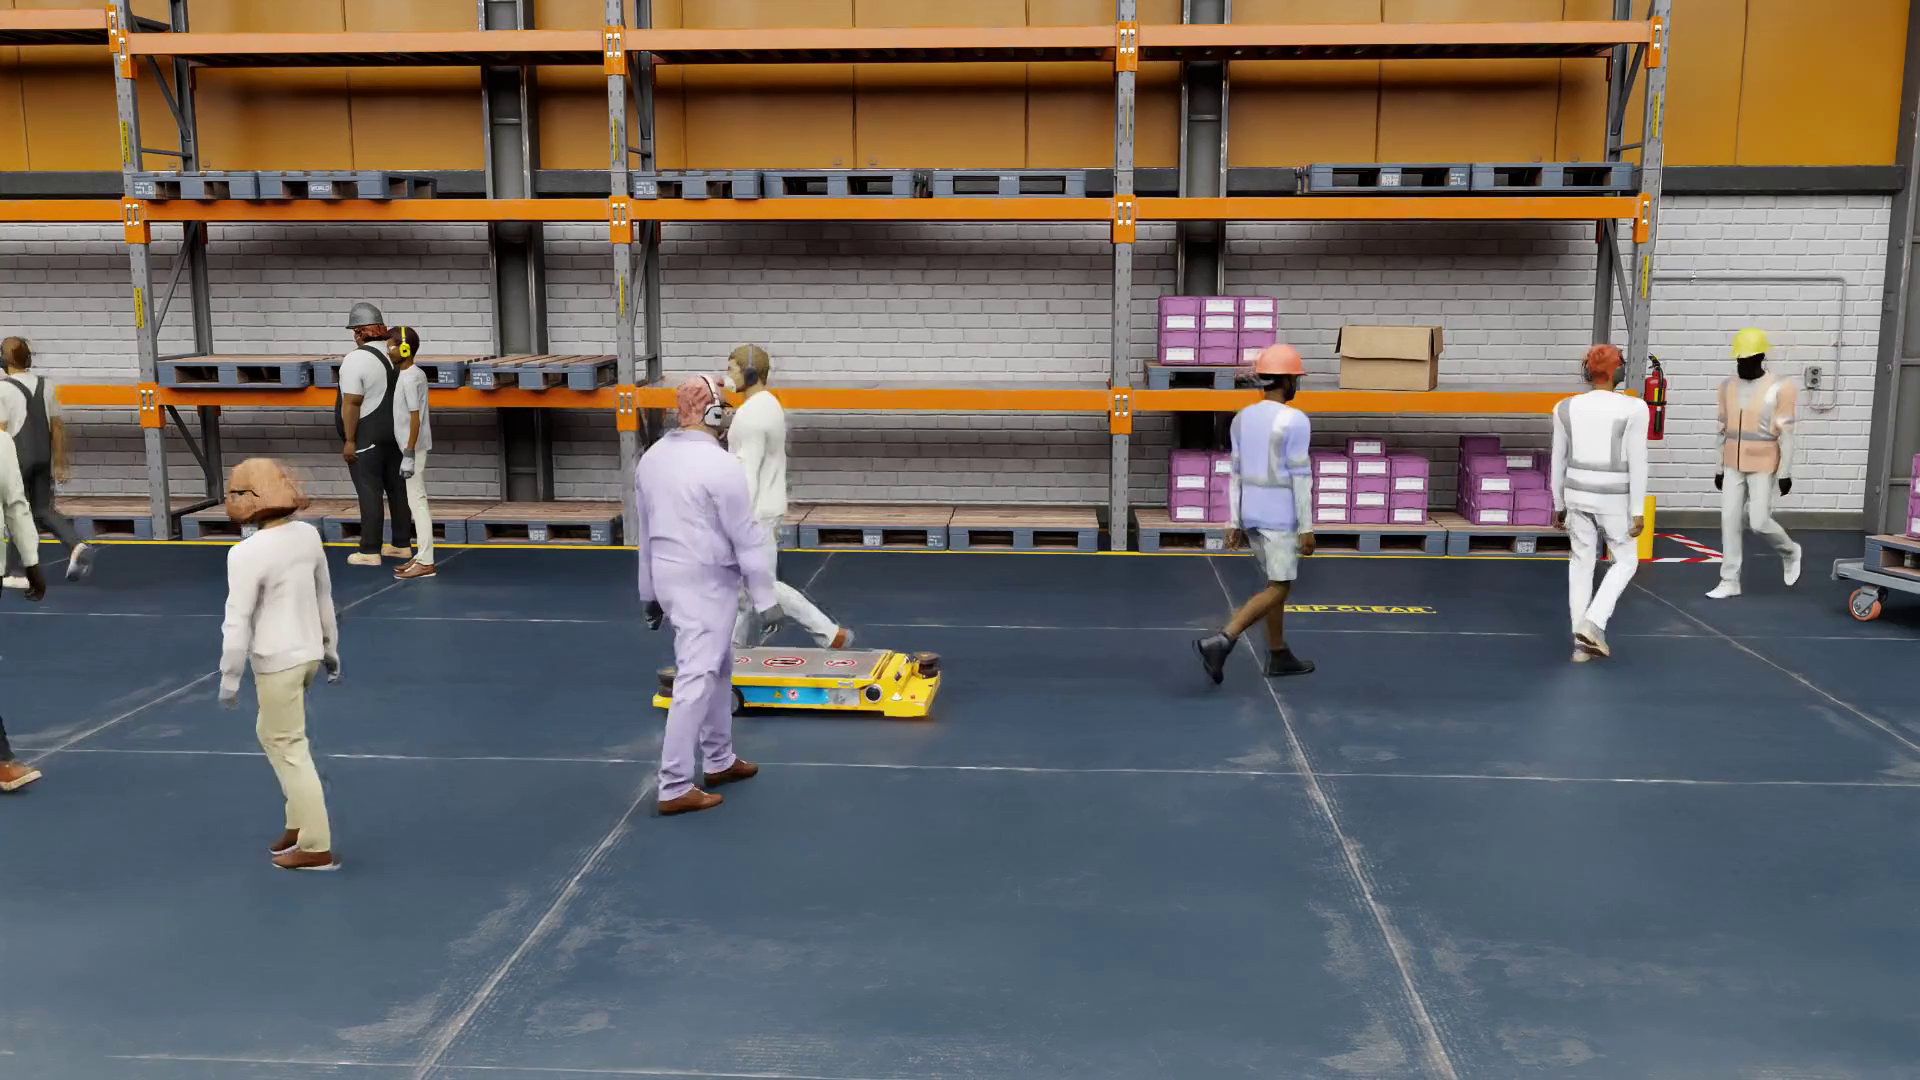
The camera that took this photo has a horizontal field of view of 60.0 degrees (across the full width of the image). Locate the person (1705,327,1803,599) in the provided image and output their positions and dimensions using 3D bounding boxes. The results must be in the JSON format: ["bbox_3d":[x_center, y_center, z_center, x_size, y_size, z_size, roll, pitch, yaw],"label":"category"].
[{"bbox_3d":[5.565,-0.530,11.568,0.708,1.896,0.620,-5,11,-28],"label":"person"}]

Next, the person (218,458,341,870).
[{"bbox_3d":[-2.648,0.485,6.417,0.471,1.610,0.529,2,10,11],"label":"person"}]

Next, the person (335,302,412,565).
[{"bbox_3d":[-4.583,-0.837,12.939,0.535,2.000,0.683,4,10,21],"label":"person"}]

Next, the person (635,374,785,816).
[{"bbox_3d":[-1.036,0.227,7.203,0.791,1.879,0.658,-8,13,-40],"label":"person"}]

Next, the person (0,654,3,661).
[{"bbox_3d":[-6.133,-0.153,9.428,0.990,1.900,0.647,-4,10,-22],"label":"person"}]

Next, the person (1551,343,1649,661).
[{"bbox_3d":[3.739,-0.210,9.737,0.405,1.872,0.585,-9,14,-44],"label":"person"}]

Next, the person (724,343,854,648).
[{"bbox_3d":[-1.067,-0.138,9.238,0.872,1.918,0.634,-1,10,-3],"label":"person"}]

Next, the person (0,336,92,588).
[{"bbox_3d":[-6.600,-0.540,11.874,0.679,1.828,0.520,4,10,22],"label":"person"}]

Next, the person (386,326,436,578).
[{"bbox_3d":[-4.092,-0.650,12.358,0.328,1.867,0.510,-3,10,-16],"label":"person"}]

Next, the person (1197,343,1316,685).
[{"bbox_3d":[1.662,-0.129,9.192,0.810,1.912,0.553,-5,11,-28],"label":"person"}]

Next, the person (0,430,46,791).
[{"bbox_3d":[-4.370,0.138,7.469,0.898,1.952,0.637,3,10,18],"label":"person"}]

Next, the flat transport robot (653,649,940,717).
[{"bbox_3d":[-0.853,0.742,8.869,1.431,0.197,0.652,1,10,6],"label":"flat transport robot"}]
